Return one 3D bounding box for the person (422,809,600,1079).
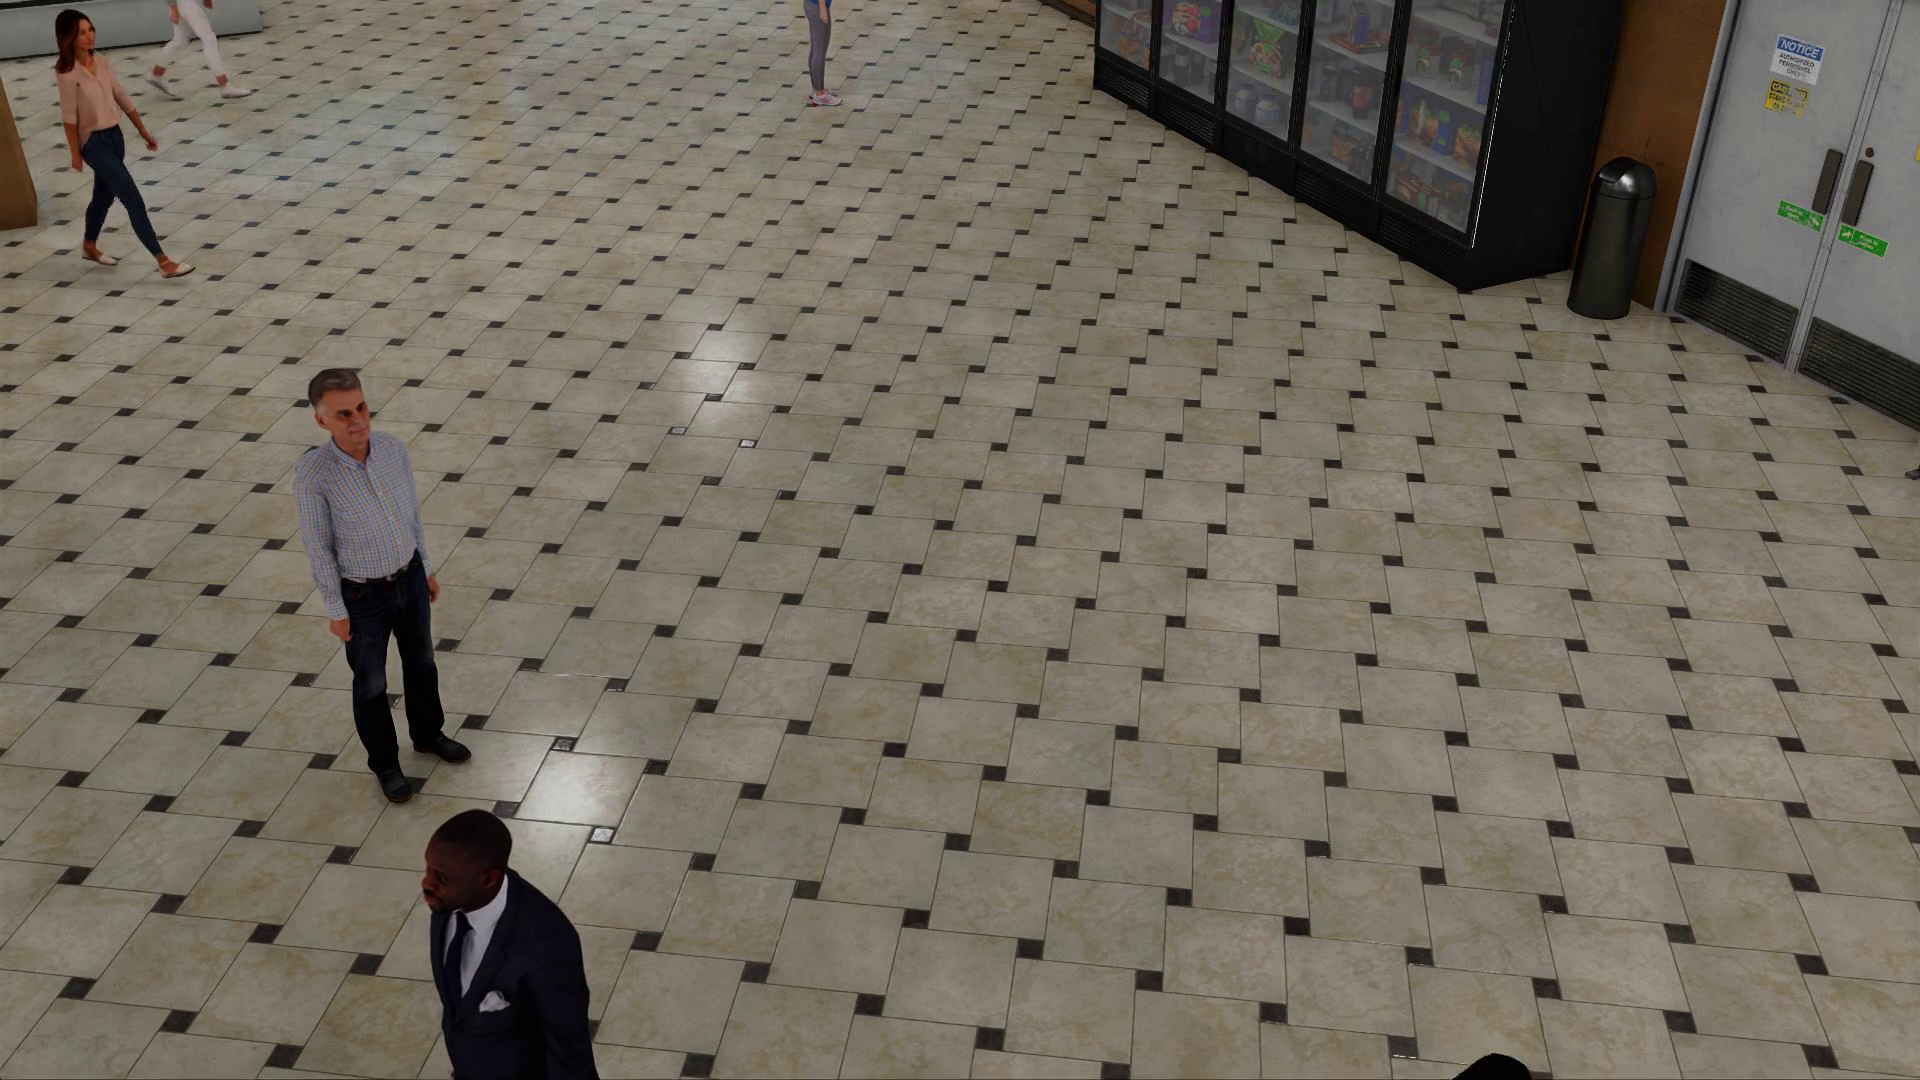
[{"bbox_3d":[-1.159,1.413,4.396,0.778,1.824,0.757,26,40,35],"label":"person"}]

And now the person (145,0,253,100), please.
[{"bbox_3d":[-6.700,-4.564,14.149,1.196,1.668,0.838,-4,32,-6],"label":"person"}]

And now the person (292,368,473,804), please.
[{"bbox_3d":[-2.247,0.158,6.418,0.794,1.820,0.670,22,38,31],"label":"person"}]

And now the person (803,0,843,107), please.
[{"bbox_3d":[-1.206,-4.543,14.171,0.627,1.609,0.625,-4,32,-7],"label":"person"}]

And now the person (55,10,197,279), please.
[{"bbox_3d":[-5.663,-2.553,10.846,1.192,1.744,1.029,6,32,9],"label":"person"}]
